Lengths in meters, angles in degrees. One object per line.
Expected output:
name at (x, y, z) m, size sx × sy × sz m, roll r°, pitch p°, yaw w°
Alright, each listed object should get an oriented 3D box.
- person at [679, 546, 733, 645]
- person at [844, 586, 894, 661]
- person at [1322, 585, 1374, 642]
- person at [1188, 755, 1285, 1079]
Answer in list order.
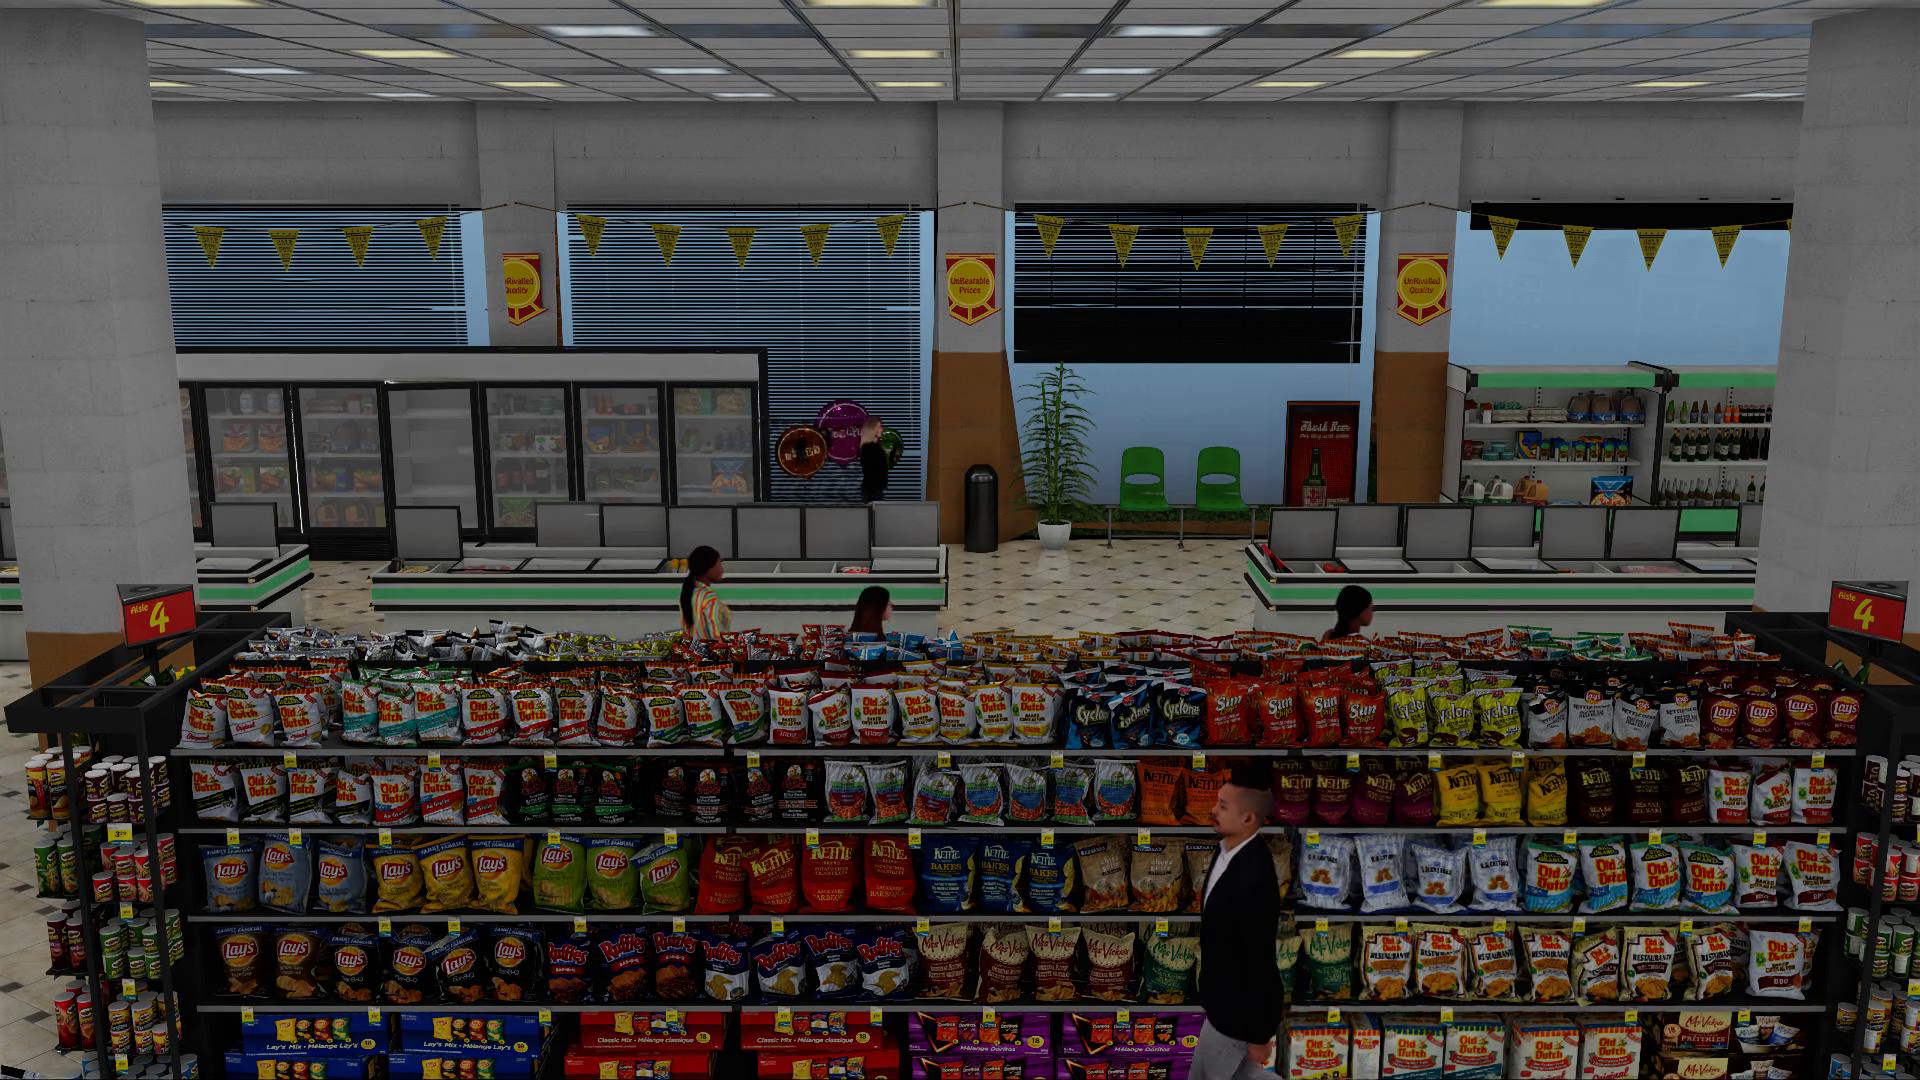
person at (-1.662, 0.917, 10.873) m, size 0.730 × 1.793 × 0.684 m, roll -10°, pitch 16°, yaw -40°
person at (-0.623, 1.118, 10.419) m, size 1.193 × 1.589 × 1.010 m, roll -8°, pitch 14°, yaw -32°
person at (2.296, 1.133, 9.941) m, size 0.676 × 1.754 × 0.638 m, roll -9°, pitch 15°, yaw -37°
person at (1.186, 1.771, 6.492) m, size 1.104 × 1.928 × 0.720 m, roll 0°, pitch 12°, yaw 2°
